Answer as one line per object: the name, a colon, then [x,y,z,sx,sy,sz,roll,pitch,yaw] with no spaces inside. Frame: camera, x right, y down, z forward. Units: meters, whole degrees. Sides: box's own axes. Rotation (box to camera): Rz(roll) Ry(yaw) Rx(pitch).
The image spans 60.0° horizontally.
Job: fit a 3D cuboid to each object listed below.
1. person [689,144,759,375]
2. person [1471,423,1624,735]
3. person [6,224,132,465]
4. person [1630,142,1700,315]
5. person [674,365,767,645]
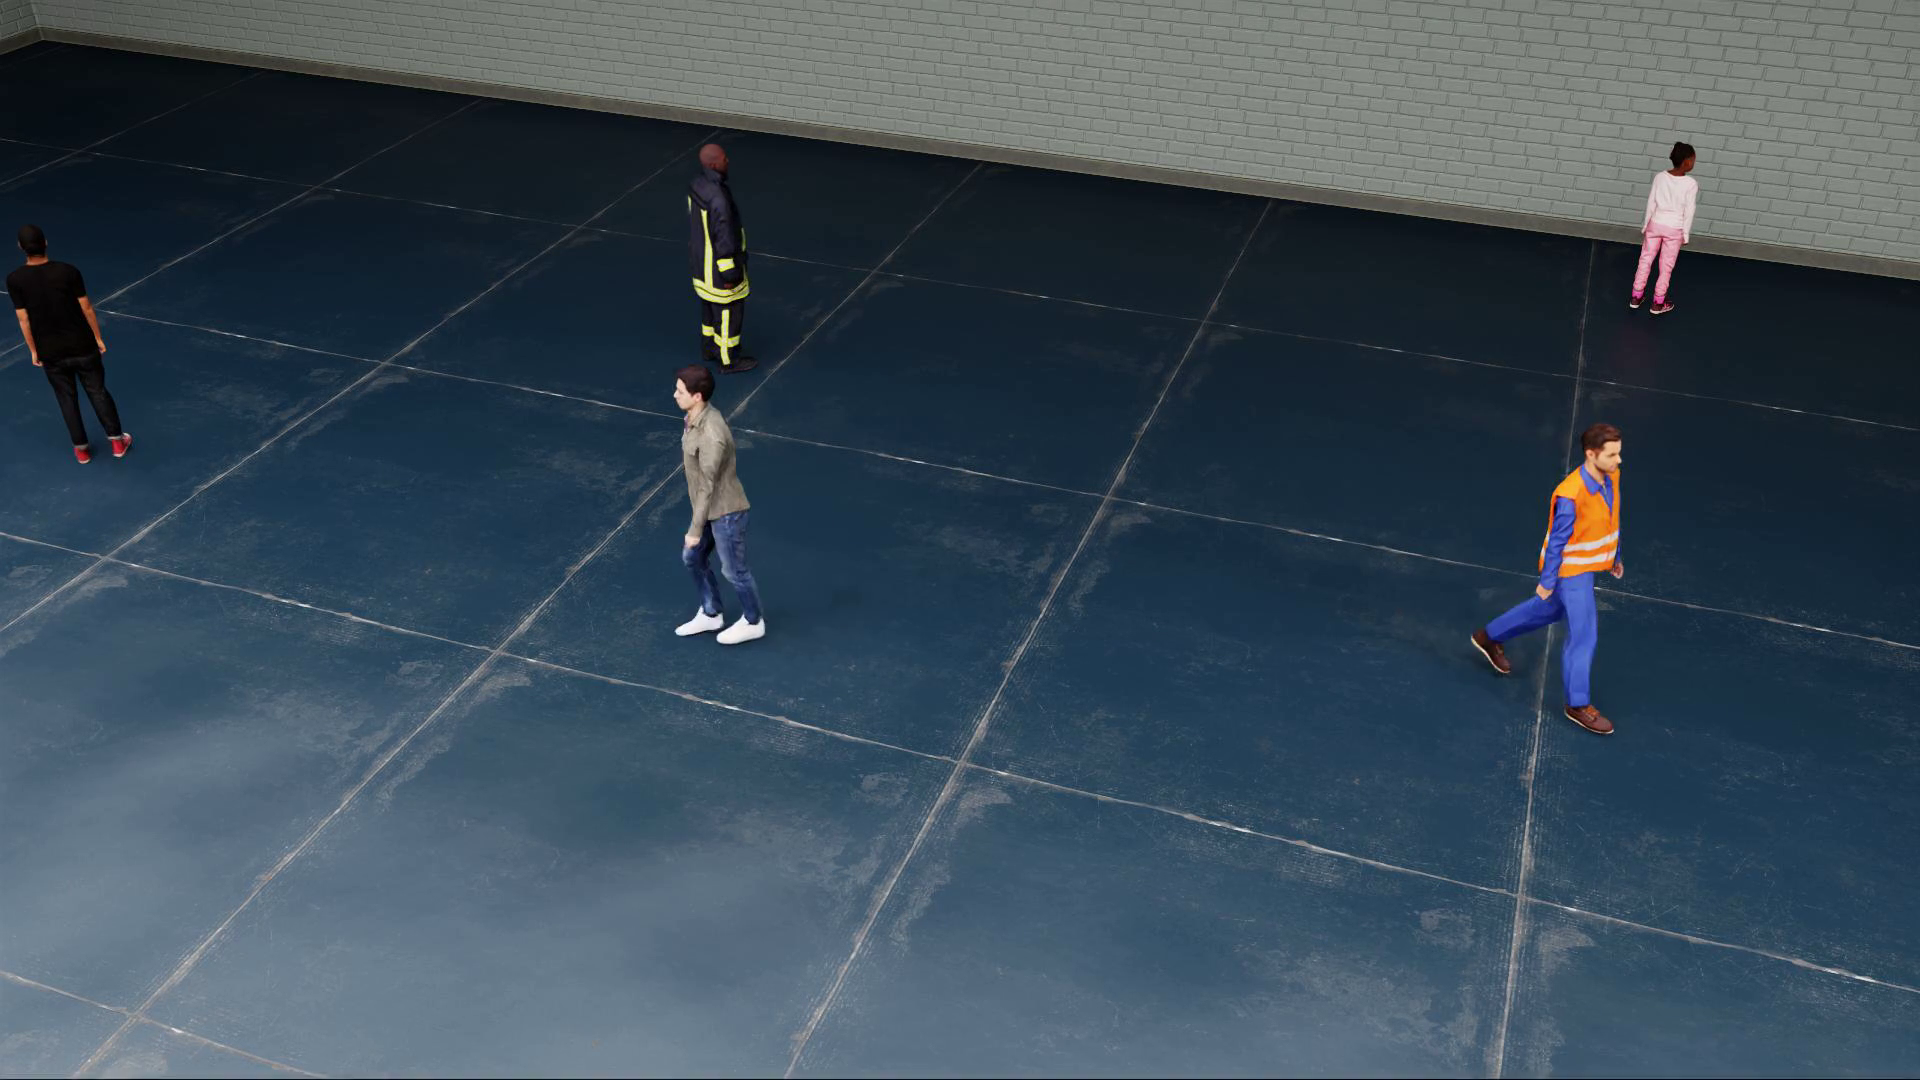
person: [-1.868,-2.173,12.805,0.911,1.820,0.864,-17,37,-24]
person: [3.336,0.135,9.247,1.048,1.830,1.236,26,41,34]
person: [-6.250,-1.365,11.621,0.704,1.757,0.762,-14,36,-20]
person: [5.867,-2.606,13.812,0.616,1.447,0.612,28,42,35]
person: [-1.313,-0.191,9.736,0.974,1.843,0.911,-14,36,-21]
